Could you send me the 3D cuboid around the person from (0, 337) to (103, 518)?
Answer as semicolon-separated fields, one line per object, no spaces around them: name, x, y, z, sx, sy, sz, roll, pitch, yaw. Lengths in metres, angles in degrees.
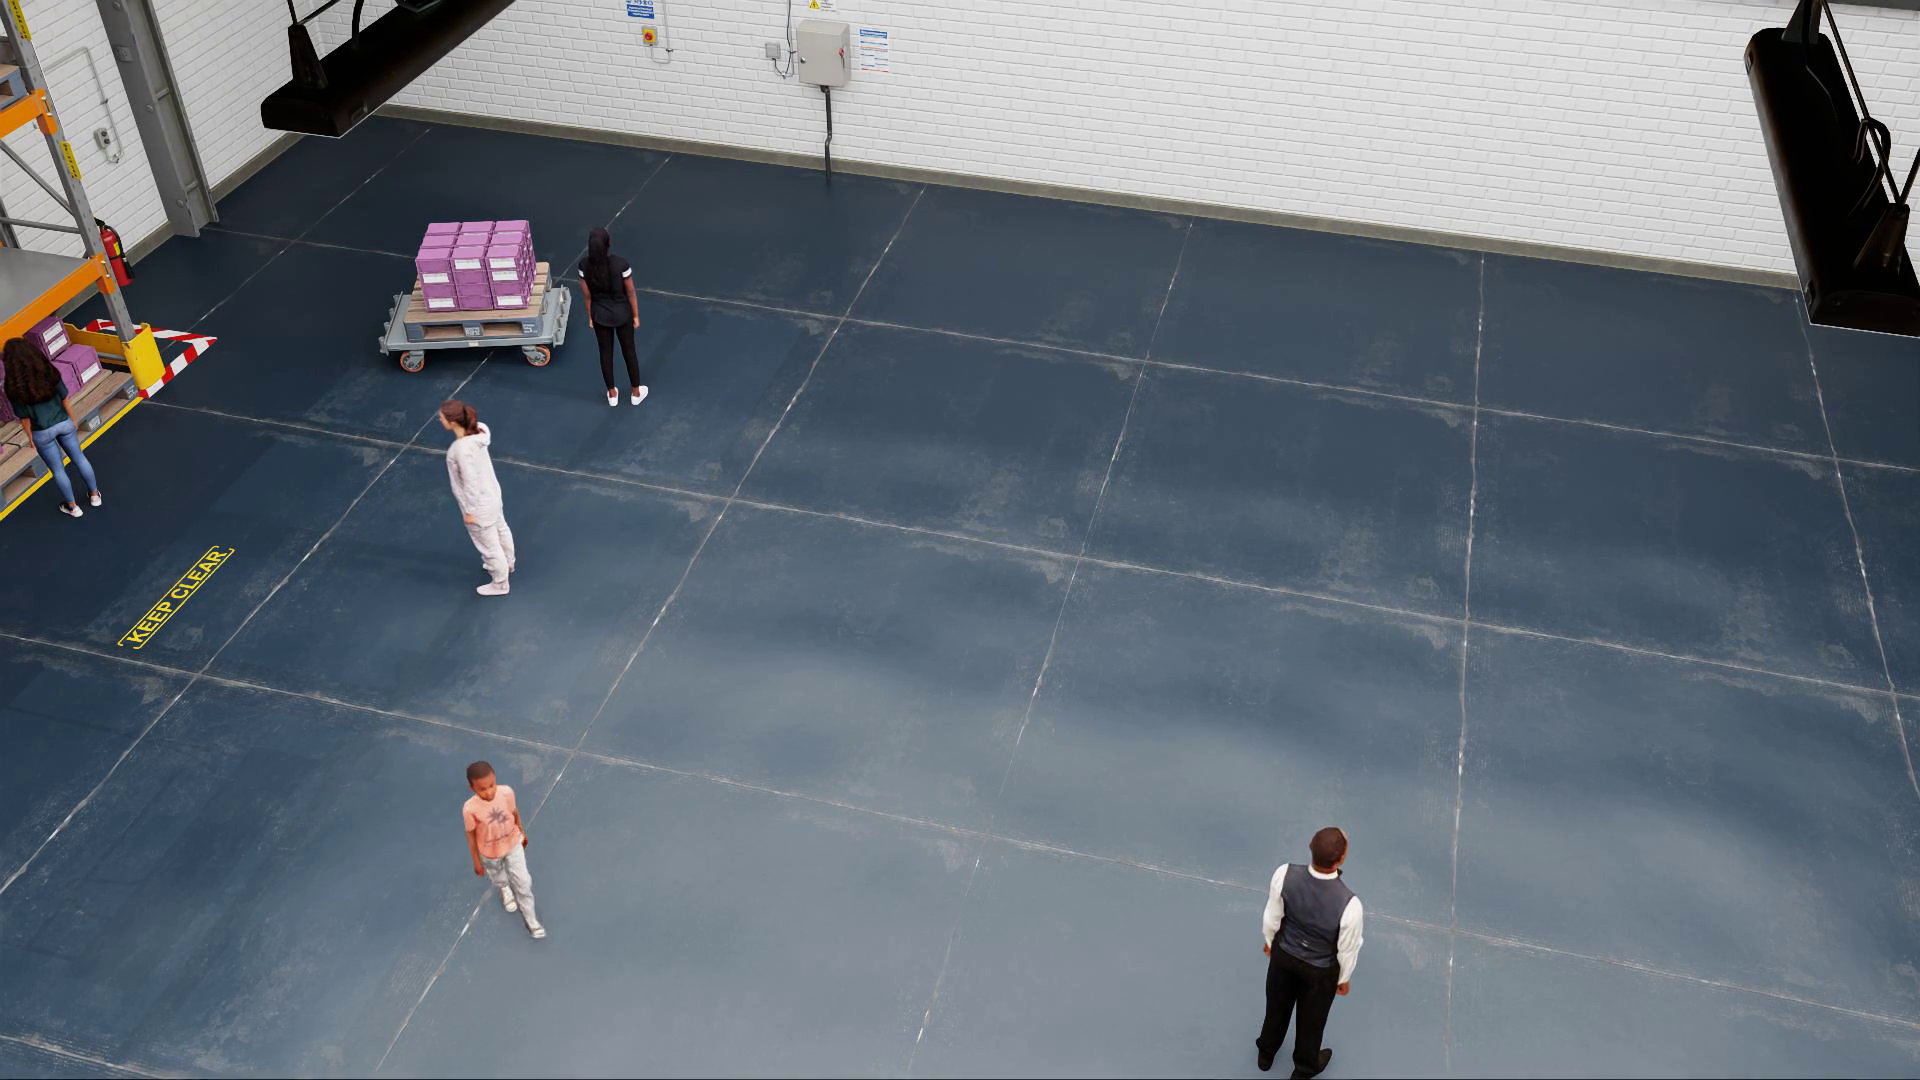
person;-7.246;-0.907;13.246;0.761;1.617;0.671;29;47;31

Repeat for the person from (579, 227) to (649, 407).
person;-3.021;-1.944;14.455;0.675;1.729;0.670;-1;39;-1

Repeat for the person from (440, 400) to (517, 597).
person;-3.588;-0.338;12.473;0.753;1.693;0.599;0;39;0

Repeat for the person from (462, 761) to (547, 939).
person;-2.836;1.798;10.123;0.820;1.288;0.895;-18;42;-21

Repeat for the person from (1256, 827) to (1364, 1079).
person;1.880;2.267;9.030;0.760;1.919;0.704;23;44;26
